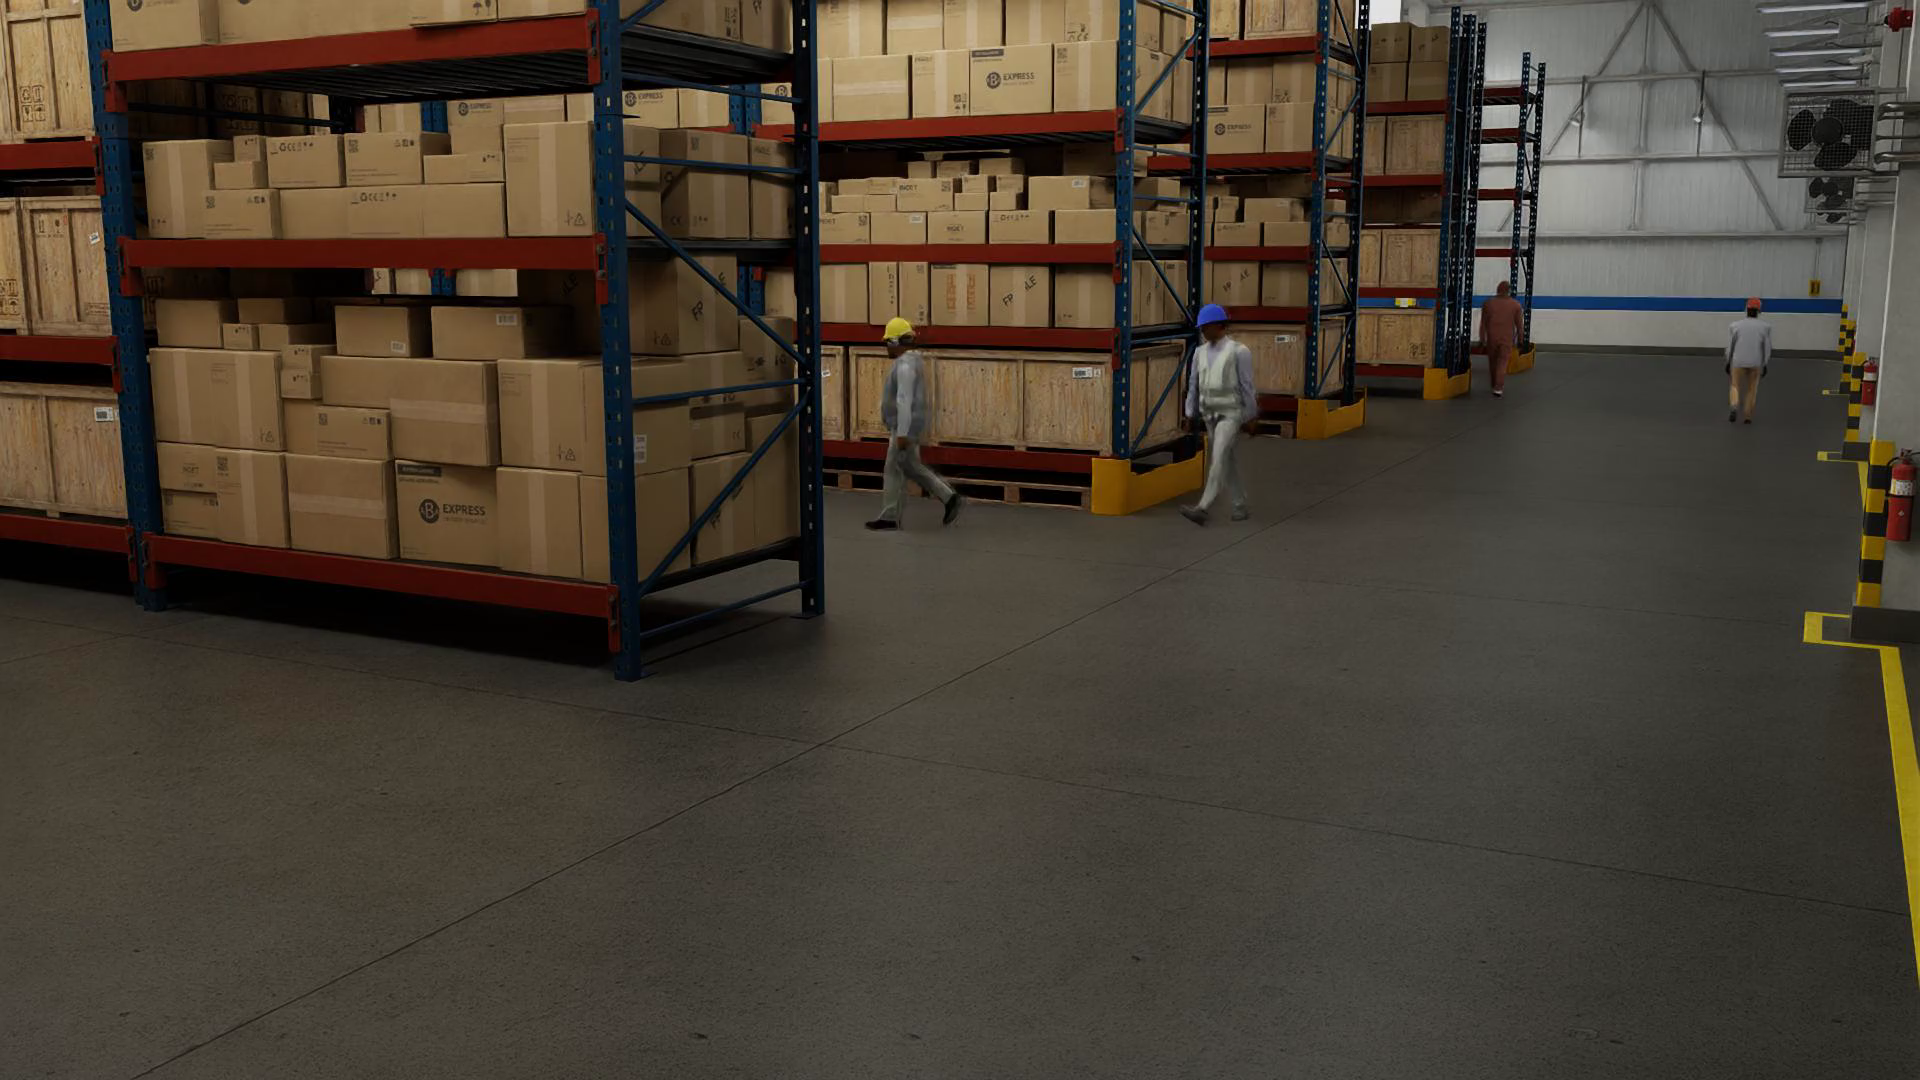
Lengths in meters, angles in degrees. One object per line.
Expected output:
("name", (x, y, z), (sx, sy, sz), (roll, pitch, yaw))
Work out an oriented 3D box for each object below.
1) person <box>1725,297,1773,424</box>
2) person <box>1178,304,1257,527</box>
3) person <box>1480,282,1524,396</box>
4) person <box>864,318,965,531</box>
("person", (10.711, -2.431, 22.612), (0.564, 1.741, 0.449), (5, 11, 27))
("person", (2.207, -1.062, 14.258), (0.988, 1.887, 0.623), (-8, 13, -39))
("person", (8.912, -3.304, 27.348), (0.669, 1.850, 1.016), (5, 11, 25))
("person", (-0.382, -0.969, 13.993), (0.784, 1.797, 0.622), (0, 10, 1))
